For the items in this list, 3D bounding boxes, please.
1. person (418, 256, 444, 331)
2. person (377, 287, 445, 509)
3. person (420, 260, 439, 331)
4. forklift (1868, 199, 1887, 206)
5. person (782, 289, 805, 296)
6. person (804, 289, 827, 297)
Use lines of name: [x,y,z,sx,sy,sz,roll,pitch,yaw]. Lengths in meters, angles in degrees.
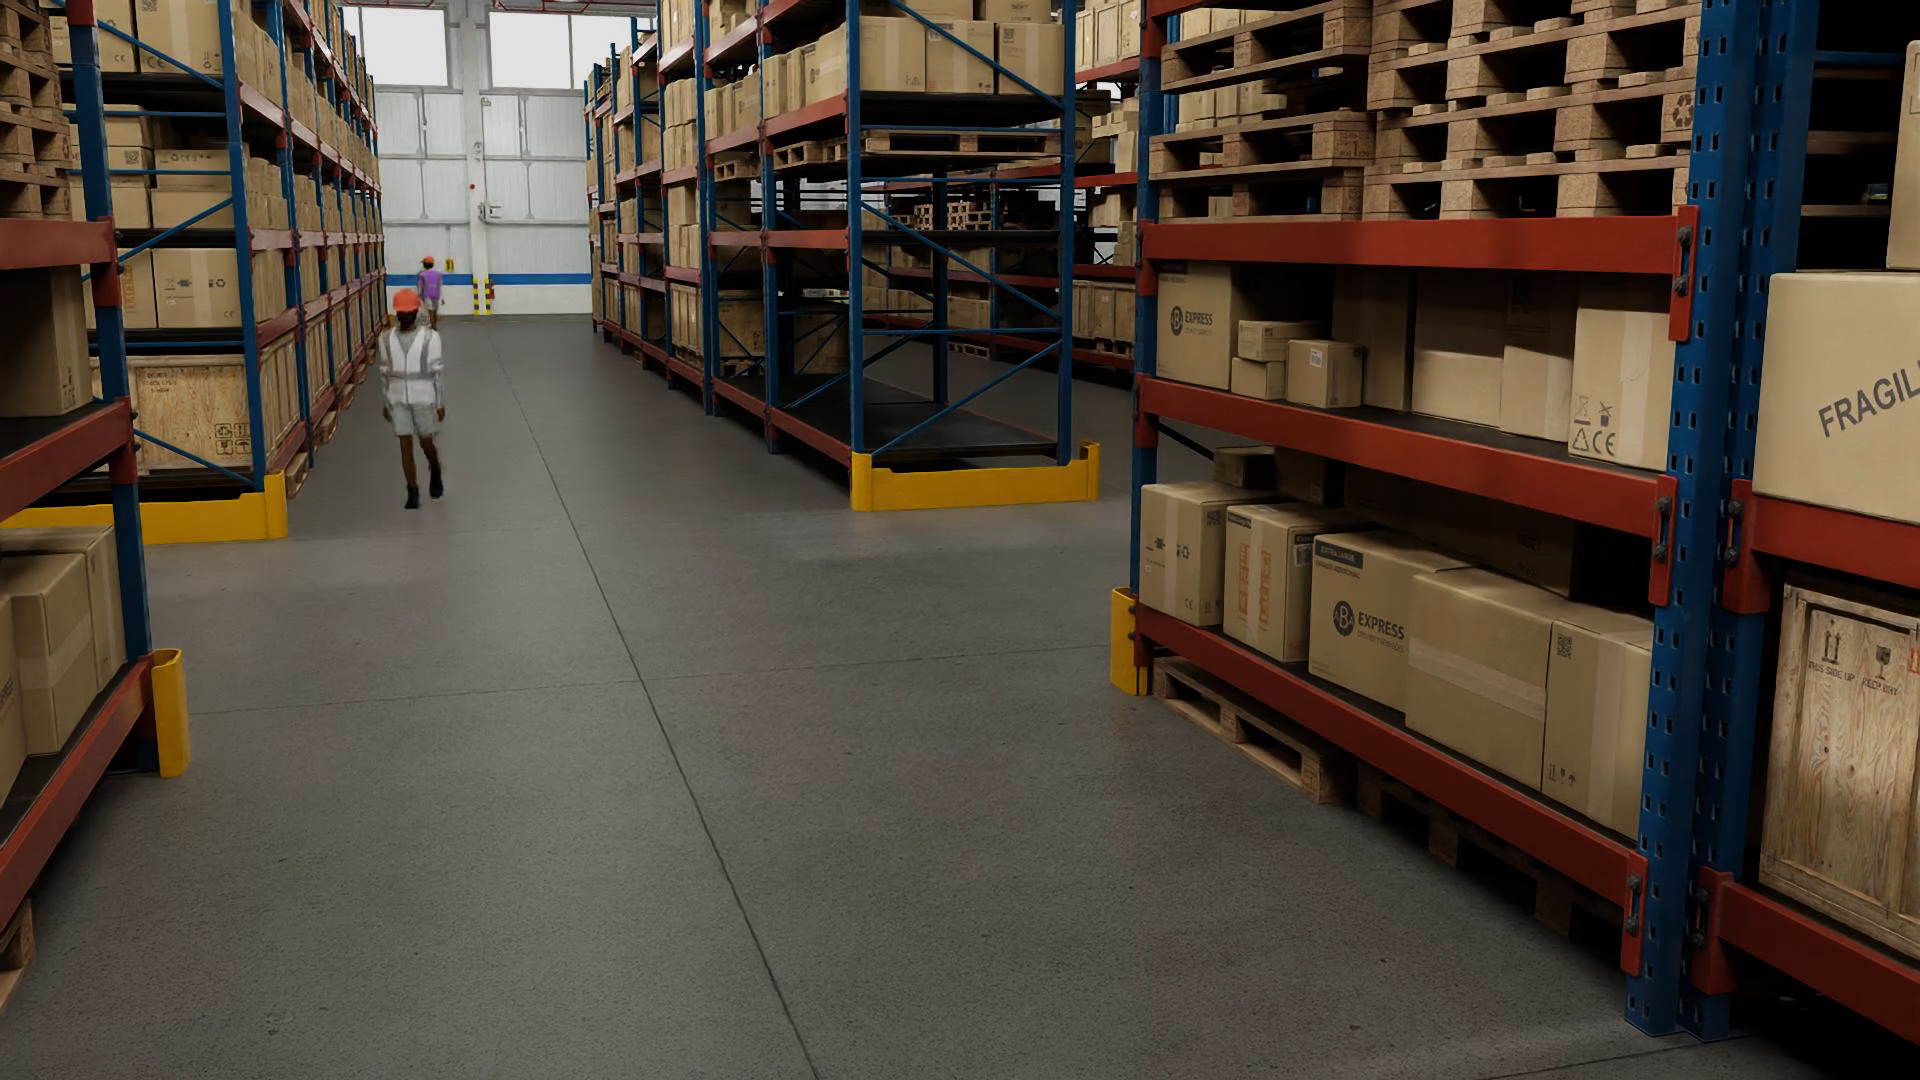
person: [-12.574,-5.787,39.529,0.558,1.890,0.989,-6,12,-31]
person: [-4.761,-1.232,14.473,0.545,1.923,0.485,-1,10,-3]
person: [-13.146,-6.075,41.254,0.455,1.828,0.657,-2,10,-9]
forklift: [11.338,-2.915,21.052,1.129,2.768,1.873,-3,11,-17]
person: [-3.611,-5.054,36.005,0.506,1.687,0.891,0,10,-1]
person: [-3.502,-5.901,40.068,0.630,1.913,0.808,-1,10,-7]
